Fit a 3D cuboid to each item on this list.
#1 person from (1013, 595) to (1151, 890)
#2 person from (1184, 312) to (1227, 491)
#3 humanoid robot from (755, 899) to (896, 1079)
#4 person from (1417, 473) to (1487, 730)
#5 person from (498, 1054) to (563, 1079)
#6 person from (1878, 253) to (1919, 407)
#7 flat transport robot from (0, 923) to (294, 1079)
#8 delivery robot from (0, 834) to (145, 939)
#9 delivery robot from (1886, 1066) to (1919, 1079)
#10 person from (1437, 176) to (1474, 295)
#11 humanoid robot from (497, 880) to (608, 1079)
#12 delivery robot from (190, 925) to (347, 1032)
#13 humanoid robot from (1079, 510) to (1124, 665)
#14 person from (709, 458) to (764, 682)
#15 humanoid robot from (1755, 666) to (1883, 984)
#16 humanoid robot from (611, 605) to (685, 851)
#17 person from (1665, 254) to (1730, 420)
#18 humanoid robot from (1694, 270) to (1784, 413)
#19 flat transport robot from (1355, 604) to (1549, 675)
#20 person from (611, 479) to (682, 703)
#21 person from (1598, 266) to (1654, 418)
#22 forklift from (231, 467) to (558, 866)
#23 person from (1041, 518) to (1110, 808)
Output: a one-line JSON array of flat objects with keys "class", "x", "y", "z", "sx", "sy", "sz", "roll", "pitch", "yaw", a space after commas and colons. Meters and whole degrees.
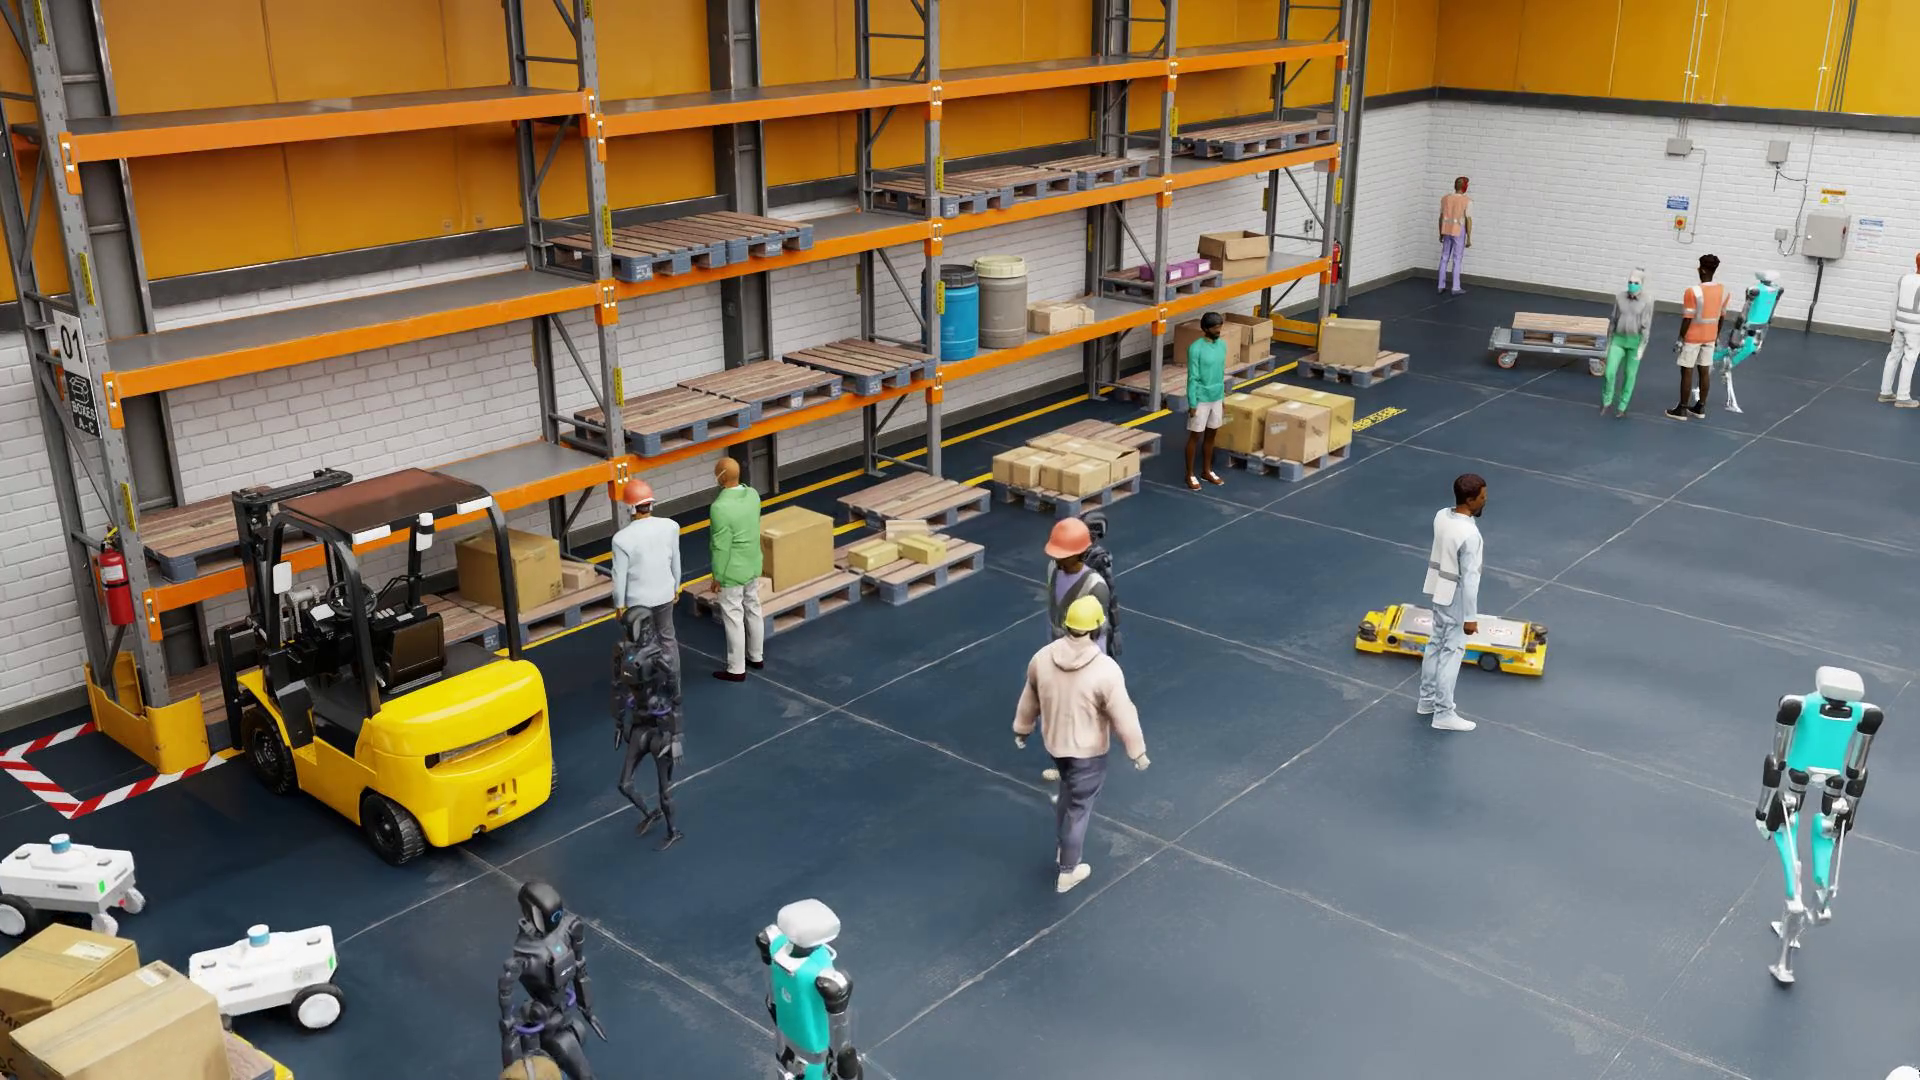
[{"class": "person", "x": 0.745, "y": 1.200, "z": 10.018, "sx": 0.814, "sy": 1.841, "sz": 0.603, "roll": 15, "pitch": 25, "yaw": 35}, {"class": "person", "x": 2.536, "y": -1.452, "z": 17.205, "sx": 0.506, "sy": 1.848, "sz": 0.385, "roll": -13, "pitch": 24, "yaw": -32}, {"class": "humanoid robot", "x": -0.415, "y": 2.276, "z": 7.340, "sx": 0.917, "sy": 1.809, "sz": 0.559, "roll": -18, "pitch": 27, "yaw": -41}, {"class": "person", "x": 3.555, "y": 0.435, "z": 11.991, "sx": 0.381, "sy": 1.917, "sz": 0.595, "roll": -3, "pitch": 20, "yaw": -7}, {"class": "person", "x": -1.389, "y": 2.648, "z": 5.992, "sx": 0.576, "sy": 1.917, "sz": 0.628, "roll": -7, "pitch": 21, "yaw": -19}, {"class": "person", "x": 11.513, "y": -2.555, "z": 20.144, "sx": 0.340, "sy": 1.881, "sz": 0.582, "roll": -5, "pitch": 21, "yaw": -14}, {"class": "flat transport robot", "x": -4.023, "y": 2.798, "z": 7.971, "sx": 0.659, "sy": 0.231, "sz": 1.431, "roll": 14, "pitch": 25, "yaw": 34}, {"class": "delivery robot", "x": -5.218, "y": 2.001, "z": 9.714, "sx": 0.792, "sy": 0.592, "sz": 0.499, "roll": 3, "pitch": 20, "yaw": 8}, {"class": "delivery robot", "x": 4.353, "y": 2.757, "z": 7.657, "sx": 0.499, "sy": 0.587, "sz": 0.766, "roll": 19, "pitch": 28, "yaw": 42}, {"class": "person", "x": 7.821, "y": -4.817, "z": 26.326, "sx": 0.373, "sy": 1.842, "sz": 0.568, "roll": -17, "pitch": 26, "yaw": -38}, {"class": "humanoid robot", "x": -1.801, "y": 2.245, "z": 7.452, "sx": 0.577, "sy": 1.636, "sz": 0.613, "roll": 10, "pitch": 23, "yaw": 26}, {"class": "delivery robot", "x": -3.667, "y": 2.323, "z": 8.841, "sx": 0.774, "sy": 0.592, "sz": 0.499, "roll": -9, "pitch": 22, "yaw": -23}, {"class": "humanoid robot", "x": 0.954, "y": 0.558, "z": 12.065, "sx": 0.690, "sy": 1.631, "sz": 0.601, "roll": -11, "pitch": 23, "yaw": -26}, {"class": "person", "x": -1.720, "y": 0.221, "z": 12.769, "sx": 0.383, "sy": 1.783, "sz": 0.534, "roll": 11, "pitch": 23, "yaw": 28}, {"class": "humanoid robot", "x": 4.691, "y": 1.619, "z": 9.069, "sx": 0.554, "sy": 1.789, "sz": 0.876, "roll": 3, "pitch": 20, "yaw": 8}, {"class": "humanoid robot", "x": -1.920, "y": 1.174, "z": 10.341, "sx": 0.590, "sy": 1.649, "sz": 0.334, "roll": 13, "pitch": 24, "yaw": 31}, {"class": "person", "x": 8.687, "y": -2.389, "z": 19.575, "sx": 0.614, "sy": 1.963, "sz": 0.361, "roll": -6, "pitch": 21, "yaw": -17}, {"class": "humanoid robot", "x": 9.279, "y": -2.427, "z": 20.061, "sx": 0.533, "sy": 1.792, "sz": 0.955, "roll": -11, "pitch": 23, "yaw": -28}, {"class": "flat transport robot", "x": 3.971, "y": 0.789, "z": 13.414, "sx": 1.431, "sy": 0.231, "sz": 0.659, "roll": 8, "pitch": 22, "yaw": 21}, {"class": "person", "x": -2.333, "y": 0.389, "z": 12.362, "sx": 0.575, "sy": 1.745, "sz": 0.353, "roll": -16, "pitch": 26, "yaw": -37}, {"class": "person", "x": 7.842, "y": -2.322, "z": 19.588, "sx": 0.494, "sy": 1.826, "sz": 0.509, "roll": 12, "pitch": 23, "yaw": 30}, {"class": "forklift", "x": -3.730, "y": 0.710, "z": 10.856, "sx": 2.313, "sy": 2.155, "sz": 1.214, "roll": 17, "pitch": 26, "yaw": 38}, {"class": "person", "x": 0.729, "y": 0.789, "z": 10.904, "sx": 0.500, "sy": 2.022, "sz": 0.627, "roll": -10, "pitch": 23, "yaw": -26}]
